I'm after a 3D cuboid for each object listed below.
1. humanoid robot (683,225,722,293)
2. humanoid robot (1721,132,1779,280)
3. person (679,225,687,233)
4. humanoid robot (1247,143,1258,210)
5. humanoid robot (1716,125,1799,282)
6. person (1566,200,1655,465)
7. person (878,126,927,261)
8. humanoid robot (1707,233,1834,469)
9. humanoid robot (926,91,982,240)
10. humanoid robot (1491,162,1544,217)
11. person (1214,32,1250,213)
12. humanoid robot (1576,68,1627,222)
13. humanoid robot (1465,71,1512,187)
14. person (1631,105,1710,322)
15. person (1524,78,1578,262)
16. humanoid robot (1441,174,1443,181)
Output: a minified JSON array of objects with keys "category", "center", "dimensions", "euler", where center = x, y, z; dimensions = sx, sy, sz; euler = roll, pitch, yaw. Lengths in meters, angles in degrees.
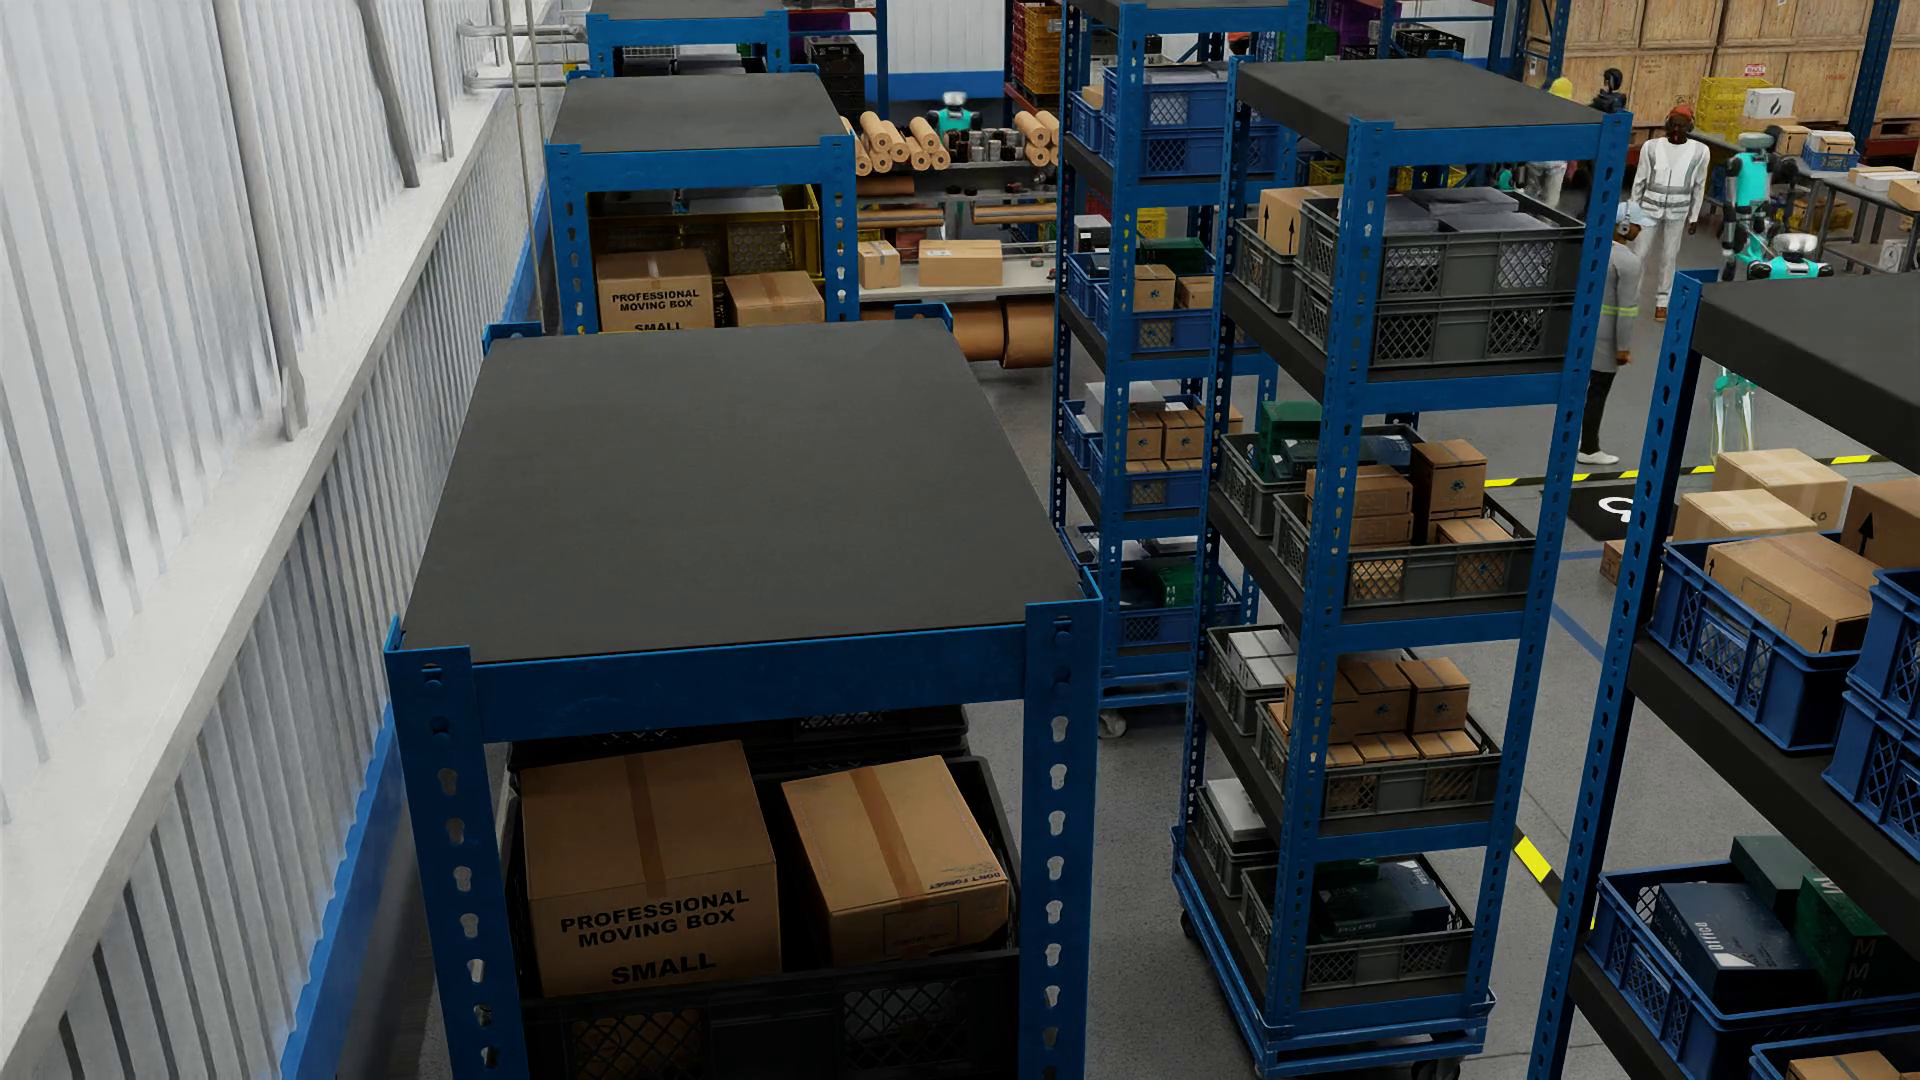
[{"category":"humanoid robot","center":[-1.936,-1.610,12.120],"dimensions":[0.593,1.640,0.349],"euler":[13,28,27]},{"category":"humanoid robot","center":[6.714,-2.458,13.910],"dimensions":[0.539,1.783,0.839],"euler":[-13,28,-26]},{"category":"person","center":[-2.127,-2.095,12.991],"dimensions":[0.631,1.831,0.434],"euler":[19,31,36]},{"category":"humanoid robot","center":[3.143,-4.463,18.300],"dimensions":[0.343,1.647,0.588],"euler":[-7,26,-14]},{"category":"humanoid robot","center":[7.113,-2.870,14.852],"dimensions":[0.608,1.657,0.315],"euler":[9,26,18]},{"category":"person","center":[4.470,-1.438,11.535],"dimensions":[0.401,1.848,0.590],"euler":[-7,26,-15]},{"category":"person","center":[-0.437,-2.332,13.340],"dimensions":[0.368,1.965,0.605],"euler":[9,26,19]},{"category":"humanoid robot","center":[5.366,-1.303,11.208],"dimensions":[0.533,1.681,0.735],"euler":[1,25,2]},{"category":"humanoid robot","center":[-0.080,-3.461,16.161],"dimensions":[0.552,1.865,0.845],"euler":[-1,25,-2]},{"category":"humanoid robot","center":[5.540,-3.556,16.270],"dimensions":[0.881,1.767,0.585],"euler":[-6,25,-14]},{"category":"person","center":[3.003,-4.581,18.146],"dimensions":[0.607,2.035,0.400],"euler":[-23,33,-40]},{"category":"humanoid robot","center":[6.845,-4.183,17.715],"dimensions":[0.586,1.645,0.432],"euler":[-13,28,-26]},{"category":"humanoid robot","center":[5.502,-4.104,17.528],"dimensions":[0.392,1.637,0.610],"euler":[-14,28,-28]},{"category":"person","center":[6.163,-2.853,14.565],"dimensions":[0.584,1.883,0.341],"euler":[11,27,22]},{"category":"person","center":[5.821,-3.714,16.562],"dimensions":[0.609,1.793,0.658],"euler":[10,26,20]},{"category":"humanoid robot","center":[5.220,-4.535,18.238],"dimensions":[0.533,1.677,0.735],"euler":[12,27,24]}]
